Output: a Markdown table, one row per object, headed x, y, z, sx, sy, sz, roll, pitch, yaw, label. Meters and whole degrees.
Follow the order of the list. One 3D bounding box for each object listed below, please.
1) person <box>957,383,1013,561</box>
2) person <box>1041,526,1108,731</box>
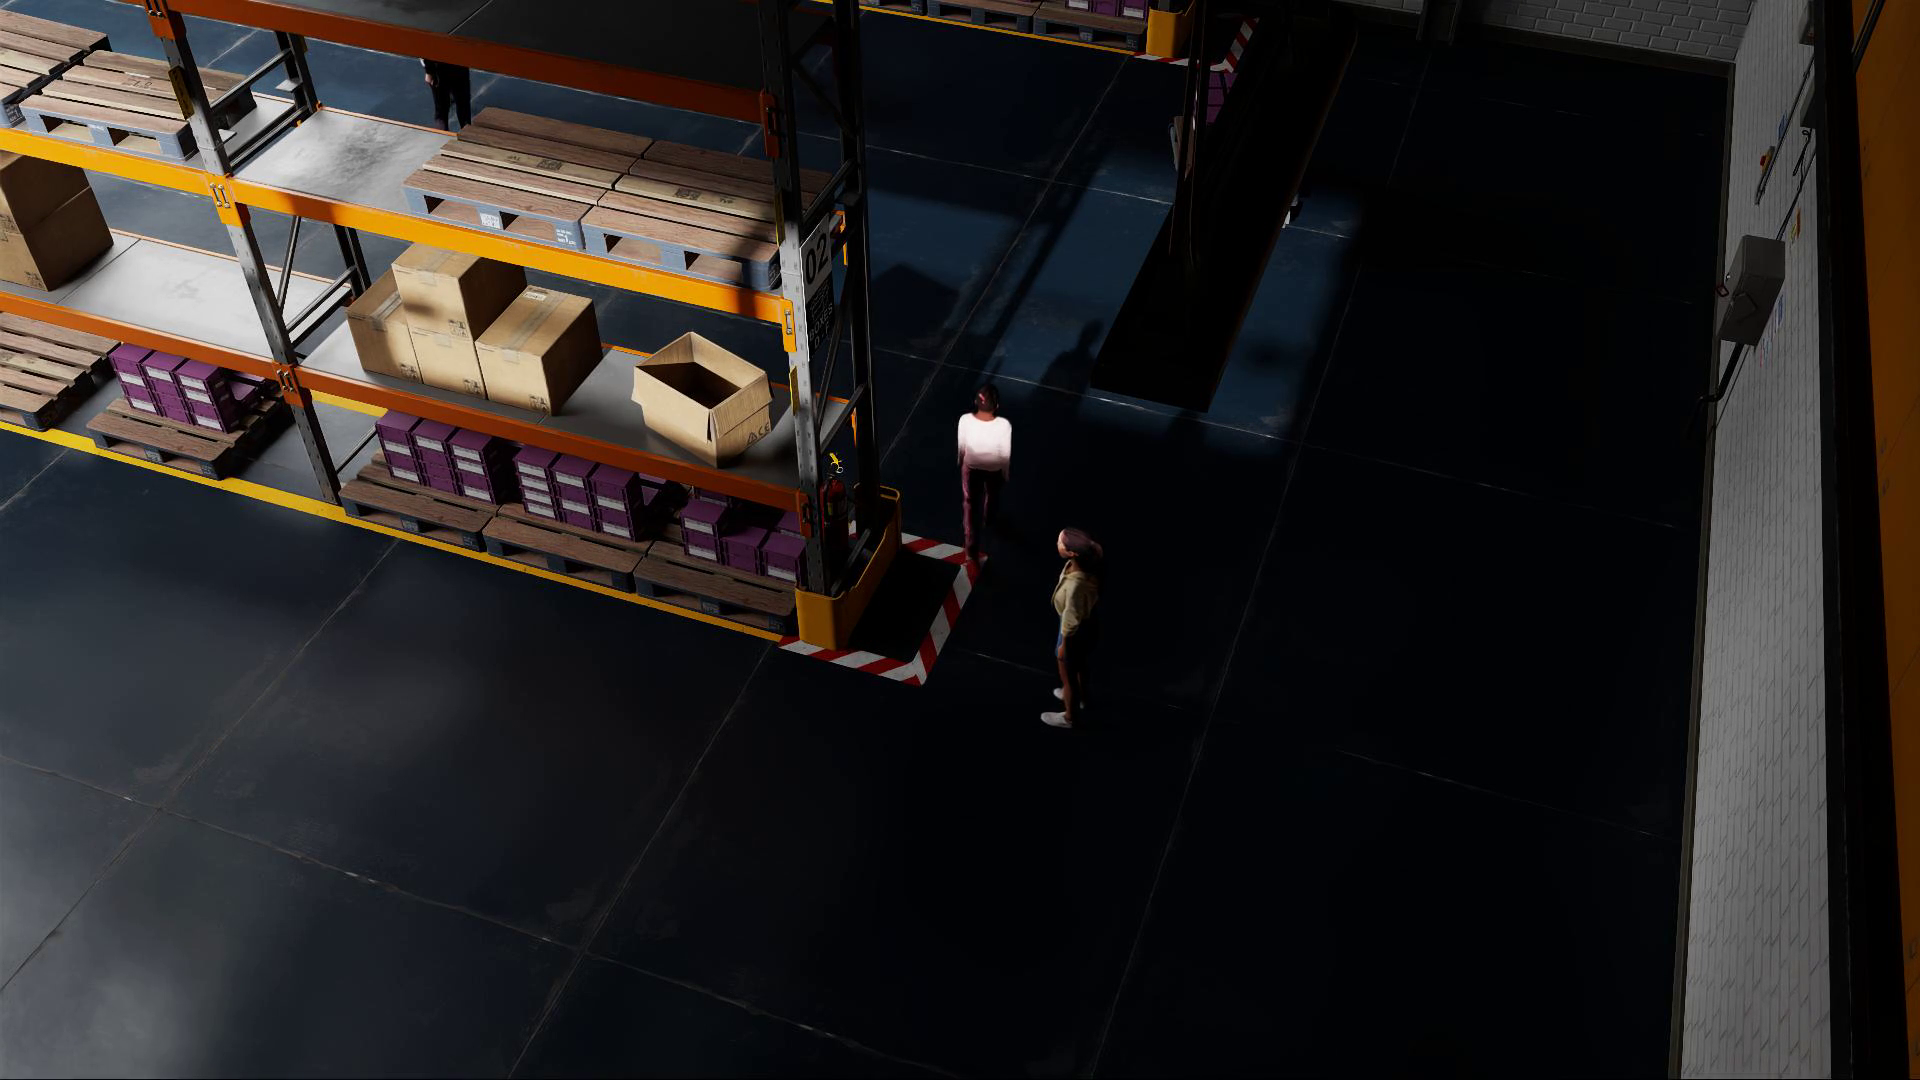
| x | y | z | sx | sy | sz | roll | pitch | yaw | label |
| --- | --- | --- | --- | --- | --- | --- | --- | --- | --- |
| 0.151 | -0.487 | 11.656 | 0.958 | 1.435 | 0.793 | 1 | 44 | 1 | person |
| 0.739 | 0.545 | 10.431 | 0.563 | 1.630 | 0.646 | 11 | 45 | 12 | person |
